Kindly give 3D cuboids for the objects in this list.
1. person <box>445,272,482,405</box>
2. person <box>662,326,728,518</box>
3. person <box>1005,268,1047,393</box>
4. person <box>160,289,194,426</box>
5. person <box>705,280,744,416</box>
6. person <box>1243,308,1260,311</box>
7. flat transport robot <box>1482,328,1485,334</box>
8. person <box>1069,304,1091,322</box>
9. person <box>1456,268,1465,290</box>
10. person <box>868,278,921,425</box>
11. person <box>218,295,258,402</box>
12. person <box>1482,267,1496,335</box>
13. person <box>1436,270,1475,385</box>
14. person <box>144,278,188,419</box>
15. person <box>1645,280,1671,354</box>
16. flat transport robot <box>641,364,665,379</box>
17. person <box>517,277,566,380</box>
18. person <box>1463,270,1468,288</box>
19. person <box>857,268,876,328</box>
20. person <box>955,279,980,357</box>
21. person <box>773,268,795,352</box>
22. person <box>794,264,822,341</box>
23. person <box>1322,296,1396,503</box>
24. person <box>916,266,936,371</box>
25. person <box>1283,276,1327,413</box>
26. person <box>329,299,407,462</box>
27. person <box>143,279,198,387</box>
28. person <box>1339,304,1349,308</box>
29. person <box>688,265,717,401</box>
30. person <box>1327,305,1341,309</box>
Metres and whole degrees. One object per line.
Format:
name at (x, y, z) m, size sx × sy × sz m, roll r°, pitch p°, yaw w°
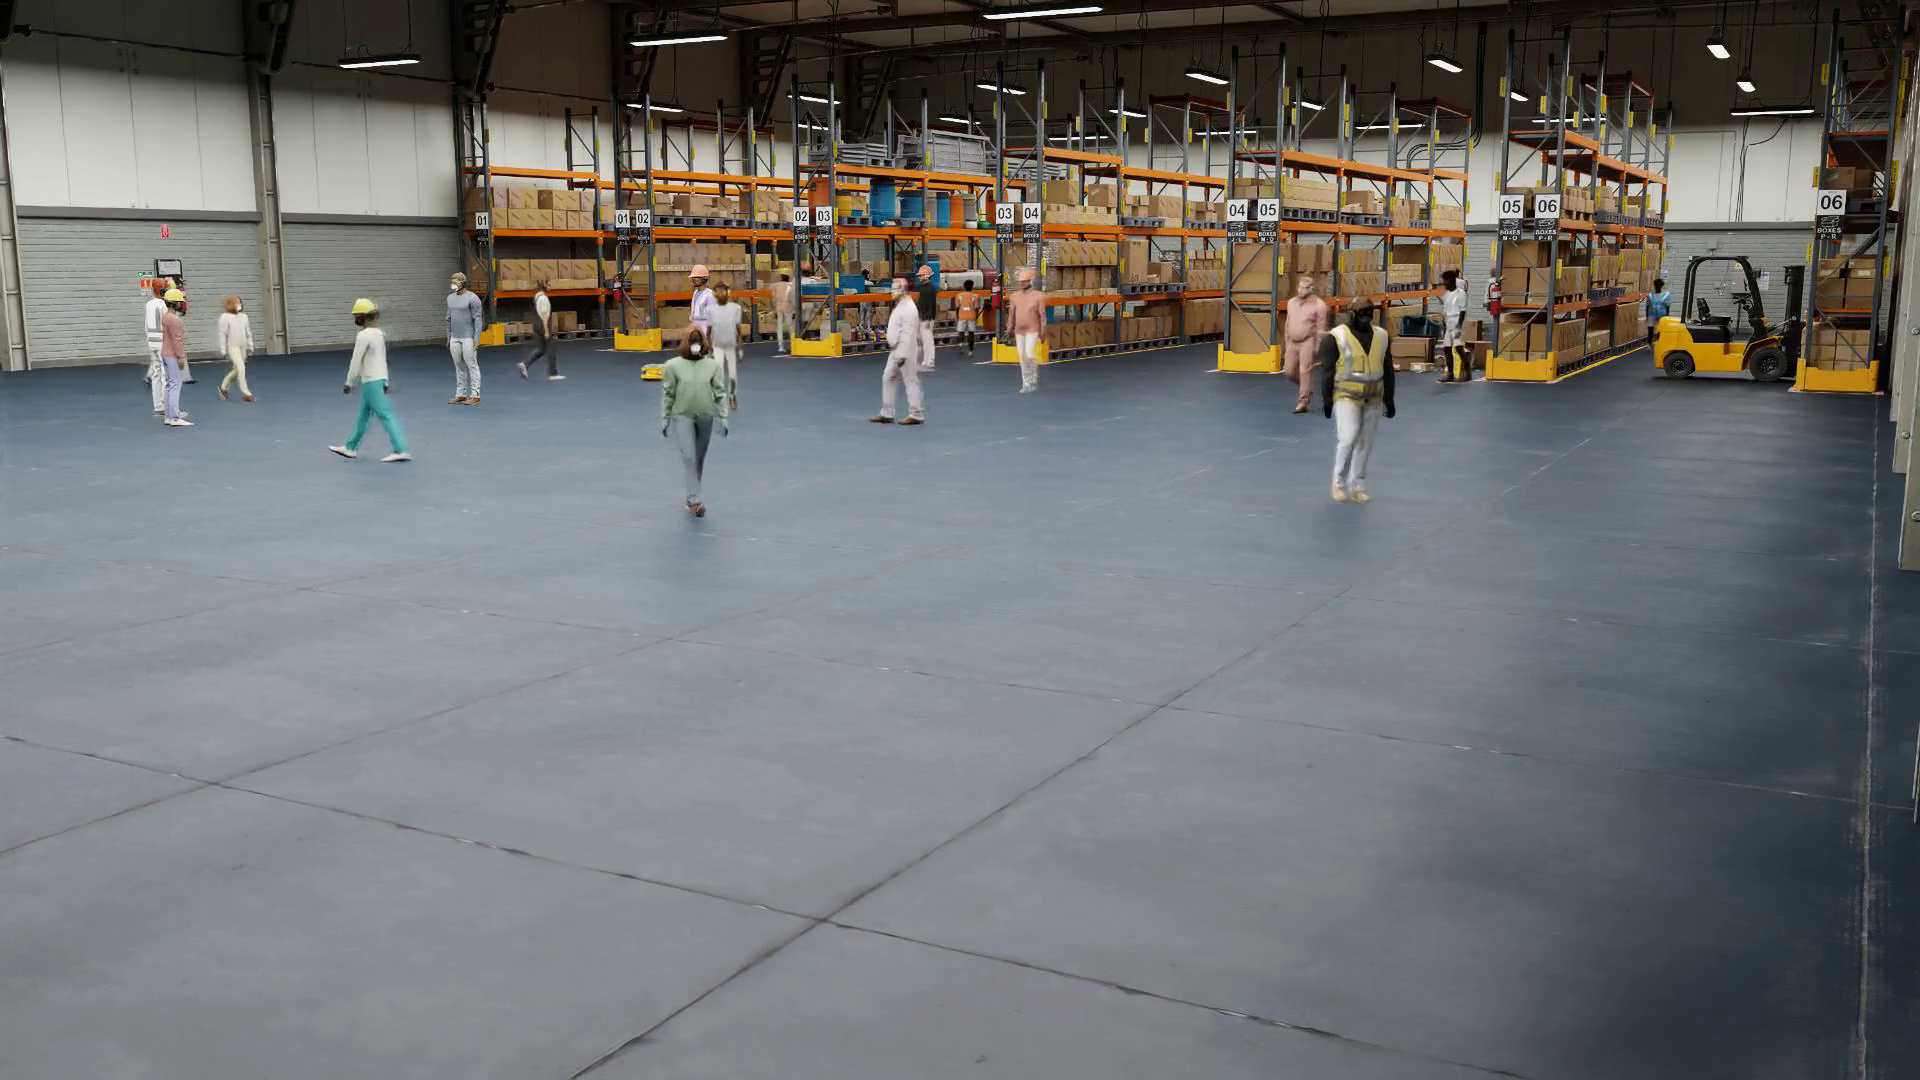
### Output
person at (-7.287, -2.950, 24.411) m, size 0.636 × 1.938 × 0.355 m, roll 5°, pitch 11°, yaw 28°
person at (-2.189, -0.983, 13.873) m, size 0.523 × 1.584 × 0.856 m, roll -4°, pitch 11°, yaw -24°
person at (1.028, -3.299, 26.332) m, size 0.630 × 1.974 × 0.449 m, roll 6°, pitch 11°, yaw 31°
person at (-10.085, -2.343, 21.397) m, size 0.349 × 1.758 × 0.521 m, roll -8°, pitch 12°, yaw -39°
person at (-3.235, -2.642, 22.876) m, size 0.533 × 1.850 × 0.585 m, roll -1°, pitch 10°, yaw -6°
person at (7.581, -6.121, 43.073) m, size 0.599 × 1.907 × 0.662 m, roll 5°, pitch 11°, yaw 26°
flat transport robot at (14.016, -5.817, 46.069) m, size 0.652 × 0.197 × 1.431 m, roll 0°, pitch 10°, yaw 2°
person at (3.179, -6.171, 43.709) m, size 0.582 × 1.796 × 0.868 m, roll 3°, pitch 10°, yaw 19°
person at (13.221, -6.328, 44.431) m, size 0.510 × 1.860 × 0.333 m, roll 2°, pitch 10°, yaw 11°
person at (-0.863, -2.414, 21.417) m, size 0.785 × 1.881 × 0.673 m, roll -3°, pitch 10°, yaw -17°
person at (-10.892, -2.878, 24.953) m, size 0.758 × 1.606 × 0.505 m, roll 4°, pitch 10°, yaw 21°
person at (14.760, -6.596, 45.944) m, size 0.614 × 1.868 × 0.469 m, roll -6°, pitch 11°, yaw -32°
person at (8.415, -3.604, 28.221) m, size 0.561 × 1.945 × 0.743 m, roll -2°, pitch 10°, yaw -13°
person at (-10.710, -2.572, 22.358) m, size 0.582 × 1.882 × 0.338 m, roll 7°, pitch 12°, yaw 37°
person at (15.614, -5.003, 37.252) m, size 0.542 × 1.644 × 0.869 m, roll 5°, pitch 11°, yaw 28°
flat transport robot at (-5.299, -3.017, 29.676) m, size 0.652 × 0.197 × 1.431 m, roll -1°, pitch 10°, yaw -5°
person at (-7.334, -3.685, 29.056) m, size 0.755 × 1.822 × 0.522 m, roll -6°, pitch 12°, yaw -32°
person at (14.010, -6.750, 46.861) m, size 0.643 × 1.878 × 0.960 m, roll -2°, pitch 10°, yaw -13°
person at (-2.289, -5.691, 40.656) m, size 0.521 × 1.874 × 0.327 m, roll 4°, pitch 11°, yaw 24°
person at (0.164, -4.791, 35.920) m, size 0.548 × 1.678 × 0.430 m, roll 1°, pitch 10°, yaw 6°
person at (-3.934, -5.229, 37.865) m, size 0.610 × 1.891 × 0.885 m, roll 4°, pitch 10°, yaw 20°
person at (-3.567, -5.487, 39.118) m, size 0.639 × 1.982 × 1.058 m, roll 4°, pitch 10°, yaw 20°
person at (3.522, -1.222, 14.631) m, size 0.634 × 1.829 × 0.484 m, roll -3°, pitch 10°, yaw -16°
person at (-0.642, -4.194, 31.526) m, size 0.375 × 1.995 × 0.611 m, roll -3°, pitch 10°, yaw -15°
person at (4.791, -2.714, 23.146) m, size 0.483 × 1.889 × 0.652 m, roll -9°, pitch 13°, yaw -42°
person at (-6.302, -1.678, 17.607) m, size 0.903 × 1.721 × 0.527 m, roll 0°, pitch 10°, yaw -1°
person at (-13.223, -3.438, 27.716) m, size 0.601 × 1.799 × 0.912 m, roll 4°, pitch 11°, yaw 24°
person at (10.483, -6.704, 46.092) m, size 0.693 × 2.000 × 1.009 m, roll 5°, pitch 11°, yaw 28°
person at (-3.867, -3.089, 24.920) m, size 0.375 × 2.044 × 0.605 m, roll -7°, pitch 12°, yaw -36°
person at (9.592, -6.120, 43.030) m, size 0.642 × 1.916 × 0.545 m, roll 3°, pitch 10°, yaw 19°
